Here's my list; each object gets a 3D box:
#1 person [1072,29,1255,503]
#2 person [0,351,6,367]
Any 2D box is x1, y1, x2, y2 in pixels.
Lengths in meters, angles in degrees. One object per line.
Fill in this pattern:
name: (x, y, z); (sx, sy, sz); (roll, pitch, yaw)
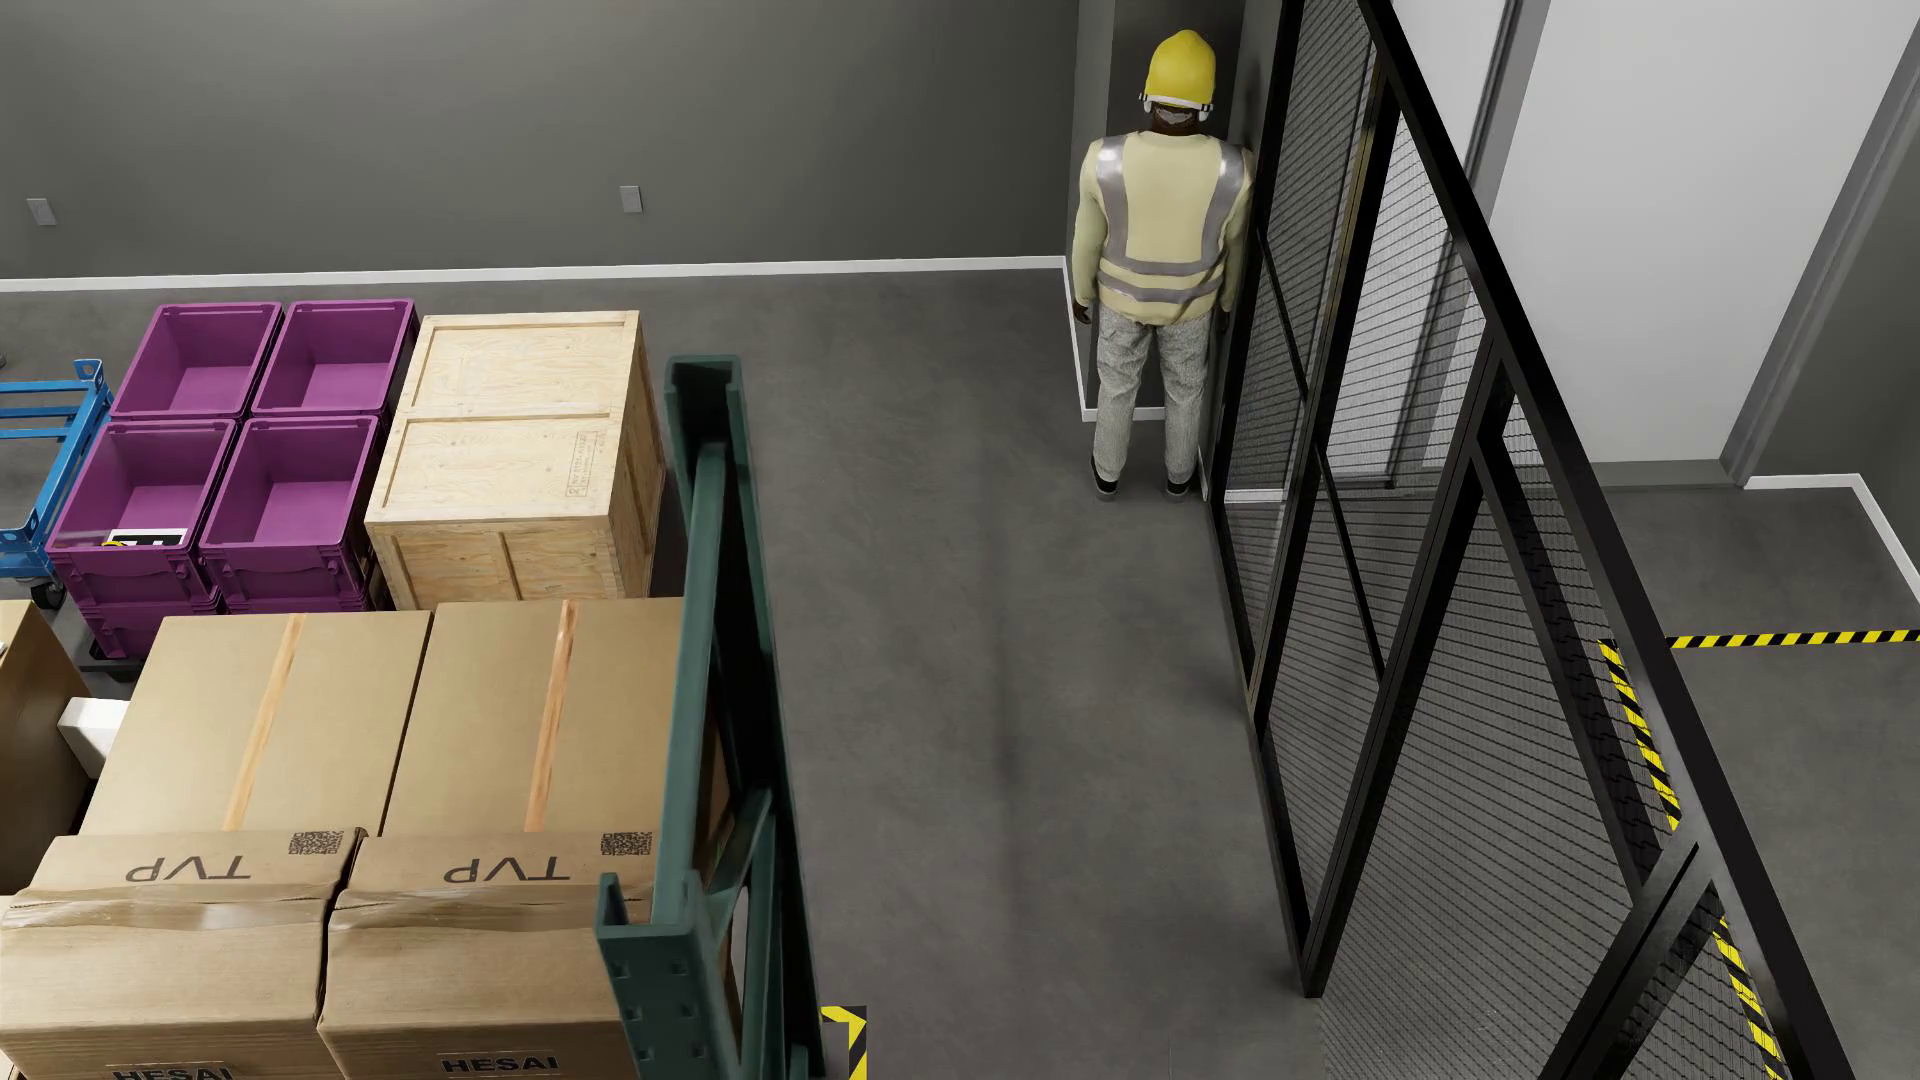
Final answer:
person: (0.676, -0.869, 5.658); (0.600, 1.829, 0.404); (4, 46, 4)
person: (-4.025, -1.273, 5.972); (0.356, 1.938, 0.633); (-3, 46, -3)
